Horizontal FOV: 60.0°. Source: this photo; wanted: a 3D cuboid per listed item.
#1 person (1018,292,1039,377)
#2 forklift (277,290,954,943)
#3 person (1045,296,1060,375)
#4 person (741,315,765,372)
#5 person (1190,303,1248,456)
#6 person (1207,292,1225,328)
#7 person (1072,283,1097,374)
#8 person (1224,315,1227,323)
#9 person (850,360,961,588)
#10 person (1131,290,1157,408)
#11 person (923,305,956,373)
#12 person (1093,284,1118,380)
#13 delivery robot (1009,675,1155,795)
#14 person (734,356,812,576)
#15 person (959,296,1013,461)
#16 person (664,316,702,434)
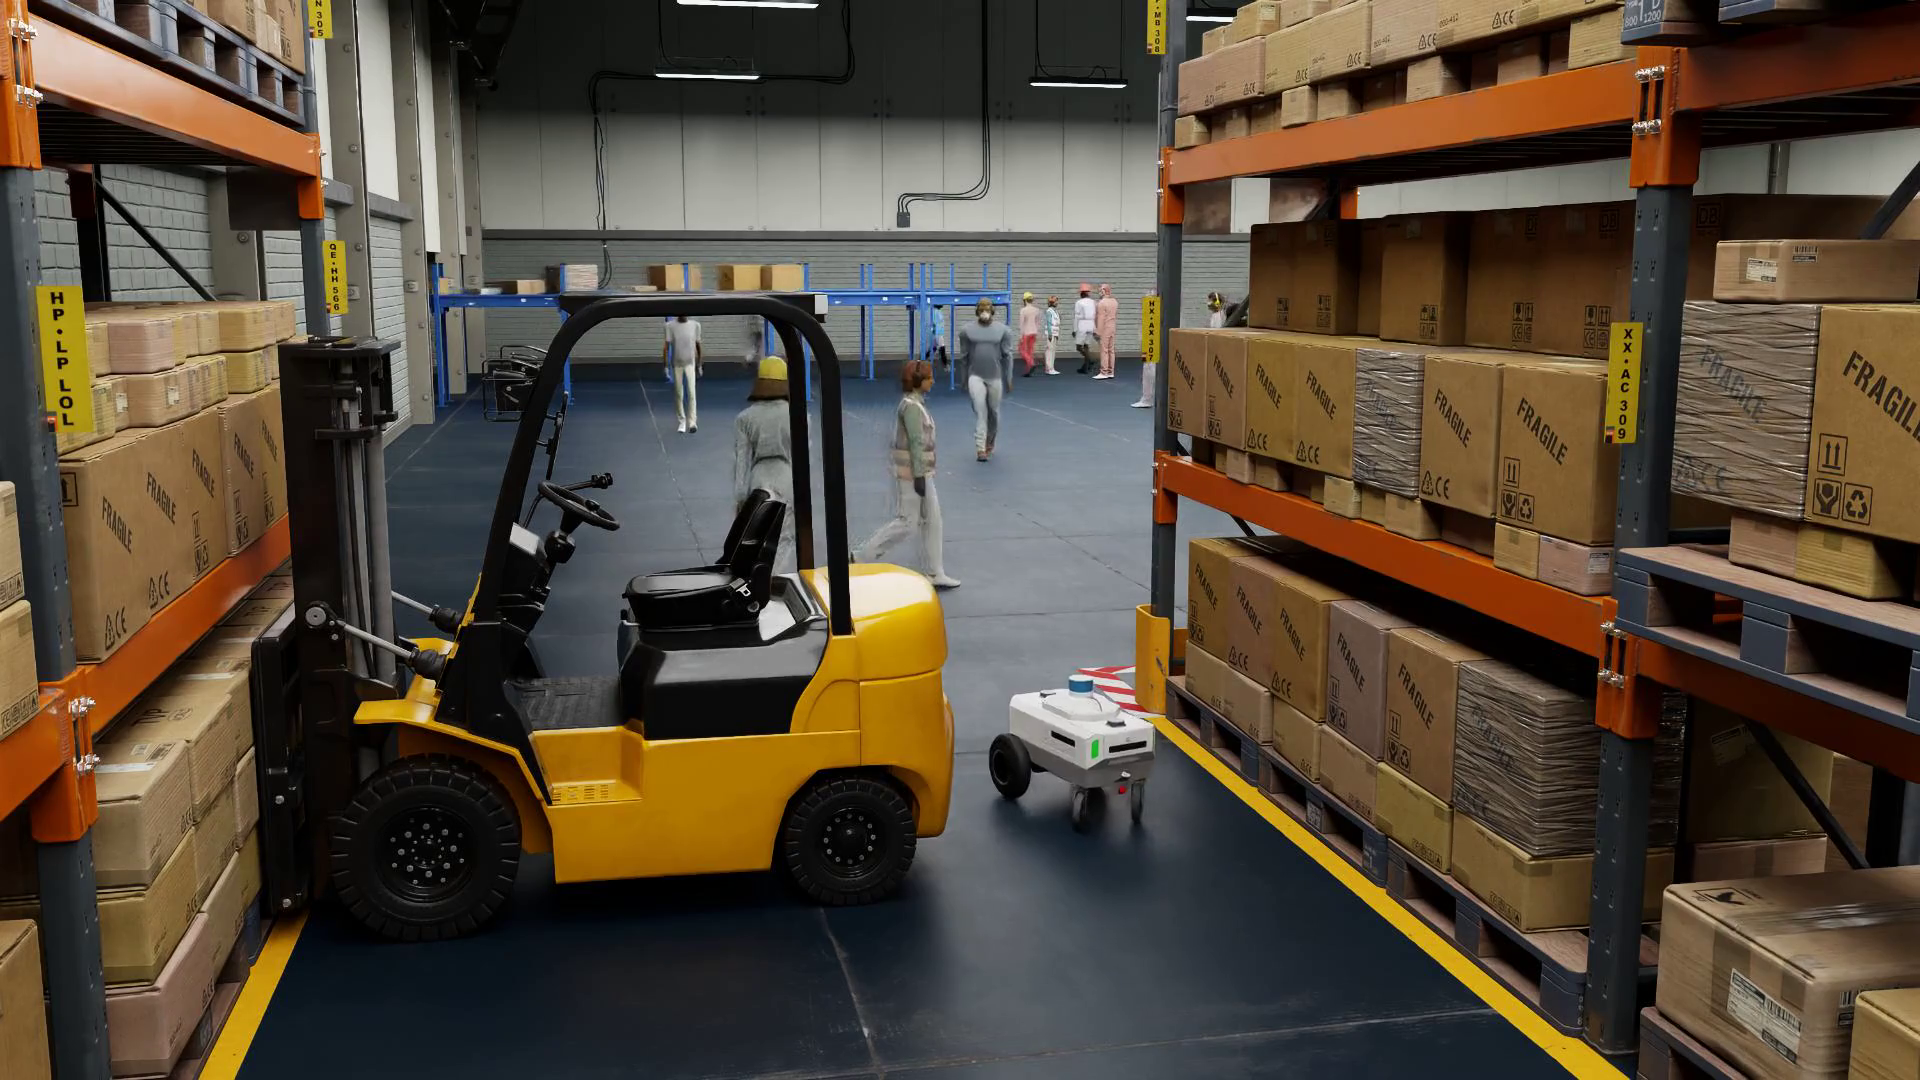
[{"bbox_3d":[1.420,-4.234,34.253,0.533,1.739,0.421,-8,12,-39],"label":"person"},{"bbox_3d":[-1.179,0.175,6.143,2.313,2.155,1.214,-2,10,-12],"label":"forklift"},{"bbox_3d":[1.936,-4.298,34.963,0.309,1.641,0.513,3,10,17],"label":"person"},{"bbox_3d":[-4.248,-4.409,34.753,0.560,1.927,0.628,-1,9,-9],"label":"person"},{"bbox_3d":[2.761,-1.492,17.102,0.844,1.896,0.595,5,11,30],"label":"person"},{"bbox_3d":[4.021,-2.971,26.251,0.391,1.856,0.525,-1,9,-3],"label":"person"},{"bbox_3d":[2.683,-4.475,35.188,0.556,1.918,0.570,-7,11,-35],"label":"person"},{"bbox_3d":[3.251,-1.885,19.887,0.550,1.748,0.408,1,9,7],"label":"person"},{"bbox_3d":[-0.379,-0.453,11.602,0.699,1.612,0.521,1,9,8],"label":"person"},{"bbox_3d":[3.151,-3.038,26.542,0.760,1.892,0.642,3,10,16],"label":"person"},{"bbox_3d":[-0.534,-4.416,35.622,0.837,1.661,0.538,1,9,9],"label":"person"},{"bbox_3d":[2.919,-4.204,33.578,0.409,1.910,0.640,6,11,34],"label":"person"},{"bbox_3d":[0.506,0.810,6.974,0.477,0.478,0.707,-5,11,-29],"label":"delivery robot"},{"bbox_3d":[-1.180,-0.305,10.430,0.472,1.699,0.877,1,9,6],"label":"person"},{"bbox_3d":[0.304,-1.924,19.674,0.634,1.917,0.819,0,9,0],"label":"person"},{"bbox_3d":[-3.744,-2.342,22.502,0.517,1.820,0.971,-2,9,-10],"label":"person"}]
